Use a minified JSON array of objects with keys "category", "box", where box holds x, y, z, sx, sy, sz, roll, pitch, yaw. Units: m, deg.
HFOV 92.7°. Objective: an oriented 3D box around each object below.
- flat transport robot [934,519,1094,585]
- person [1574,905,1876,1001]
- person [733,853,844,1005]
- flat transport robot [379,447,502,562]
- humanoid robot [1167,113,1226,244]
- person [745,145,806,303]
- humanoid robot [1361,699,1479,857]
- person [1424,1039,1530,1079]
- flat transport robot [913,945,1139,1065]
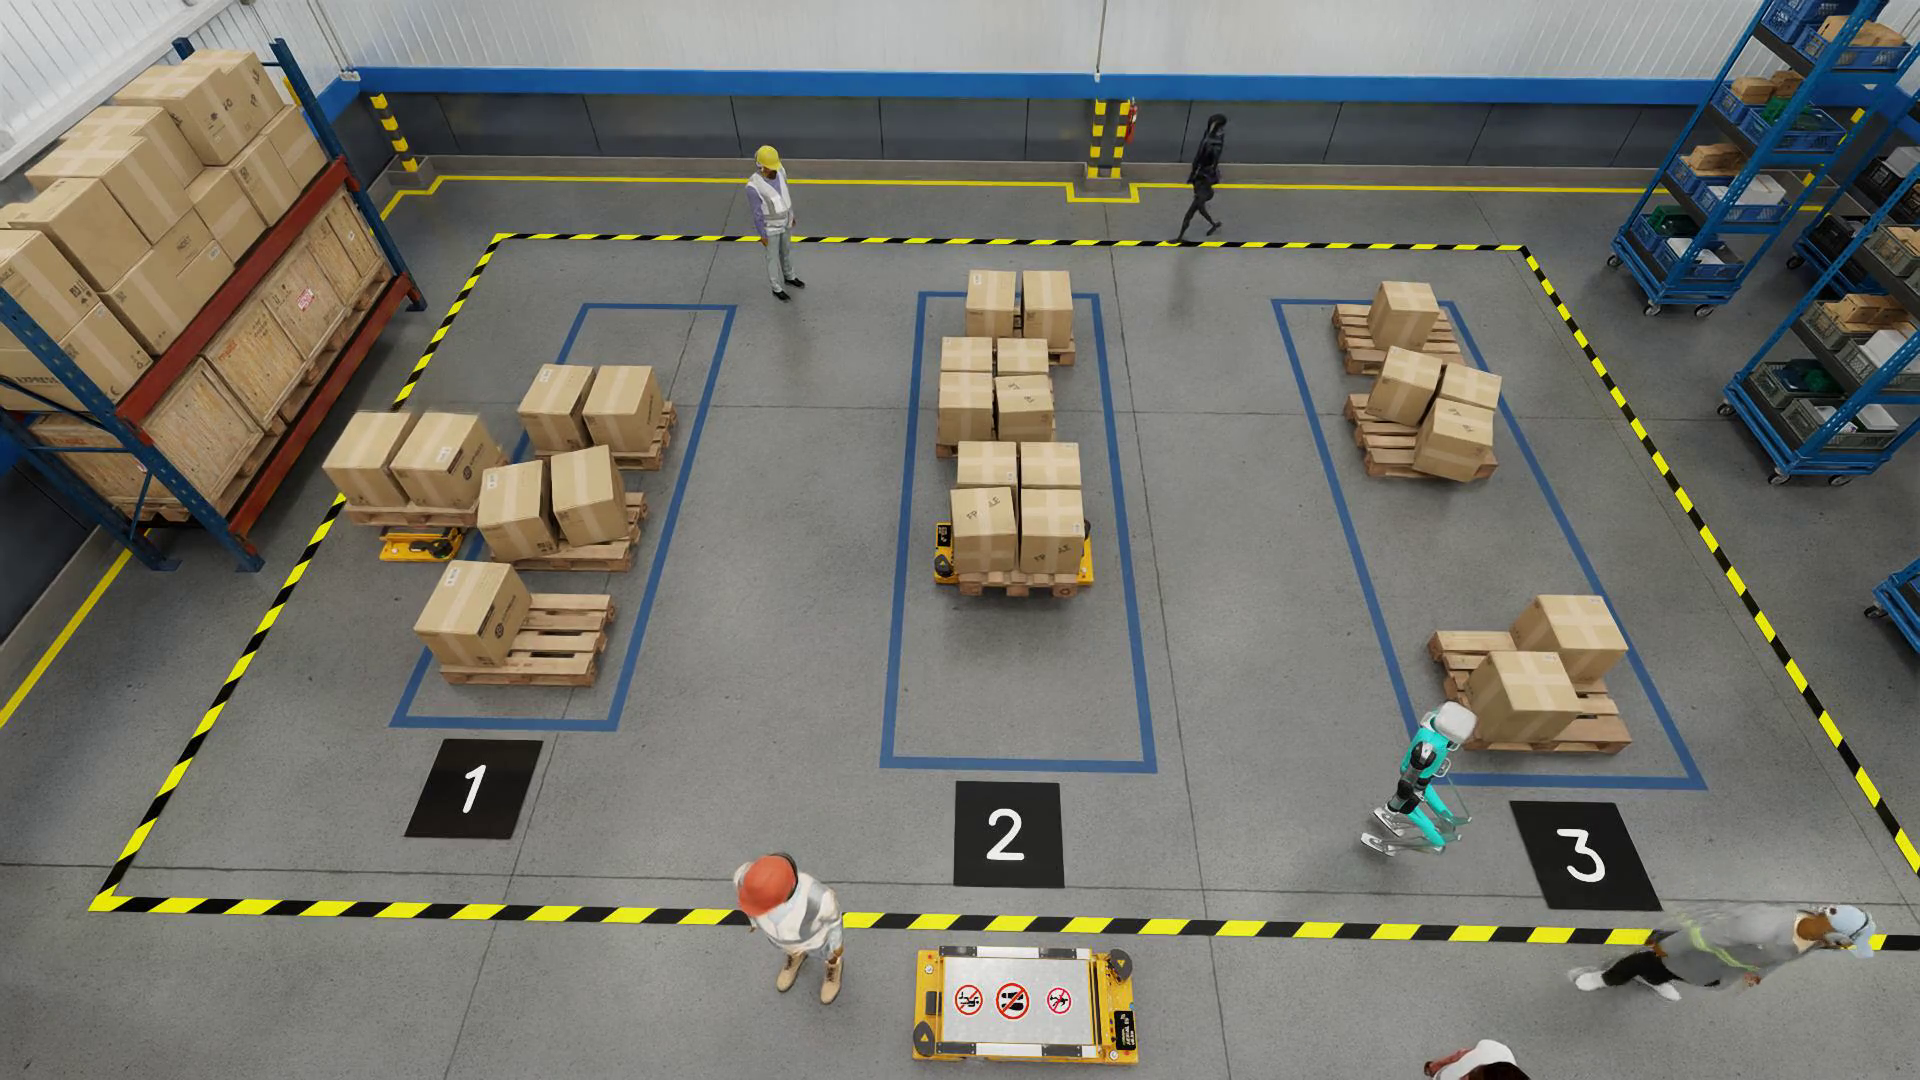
[{"category":"flat transport robot","box":[0.490,0.087,8.397,1.431,0.197,0.652,1,51,1]},{"category":"person","box":[4.486,2.490,5.466,0.732,1.811,0.379,0,51,0]},{"category":"person","box":[-0.988,2.323,5.450,0.614,2.040,0.370,12,52,10]},{"category":"flat transport robot","box":[-4.980,-0.406,8.799,0.652,0.197,1.431,1,51,1]},{"category":"humanoid robot","box":[3.016,-4.388,11.177,0.737,1.637,0.589,-8,51,-6]},{"category":"person","box":[-2.082,-3.597,10.415,0.403,1.823,0.587,25,55,19]},{"category":"humanoid robot","box":[3.168,1.702,6.067,0.735,1.673,0.533,35,59,25]},{"category":"person","box":[2.595,3.090,4.912,0.394,1.911,0.579,22,54,17]},{"category":"flat transport robot","box":[0.422,3.041,6.007,1.431,0.231,0.659,1,51,1]}]
